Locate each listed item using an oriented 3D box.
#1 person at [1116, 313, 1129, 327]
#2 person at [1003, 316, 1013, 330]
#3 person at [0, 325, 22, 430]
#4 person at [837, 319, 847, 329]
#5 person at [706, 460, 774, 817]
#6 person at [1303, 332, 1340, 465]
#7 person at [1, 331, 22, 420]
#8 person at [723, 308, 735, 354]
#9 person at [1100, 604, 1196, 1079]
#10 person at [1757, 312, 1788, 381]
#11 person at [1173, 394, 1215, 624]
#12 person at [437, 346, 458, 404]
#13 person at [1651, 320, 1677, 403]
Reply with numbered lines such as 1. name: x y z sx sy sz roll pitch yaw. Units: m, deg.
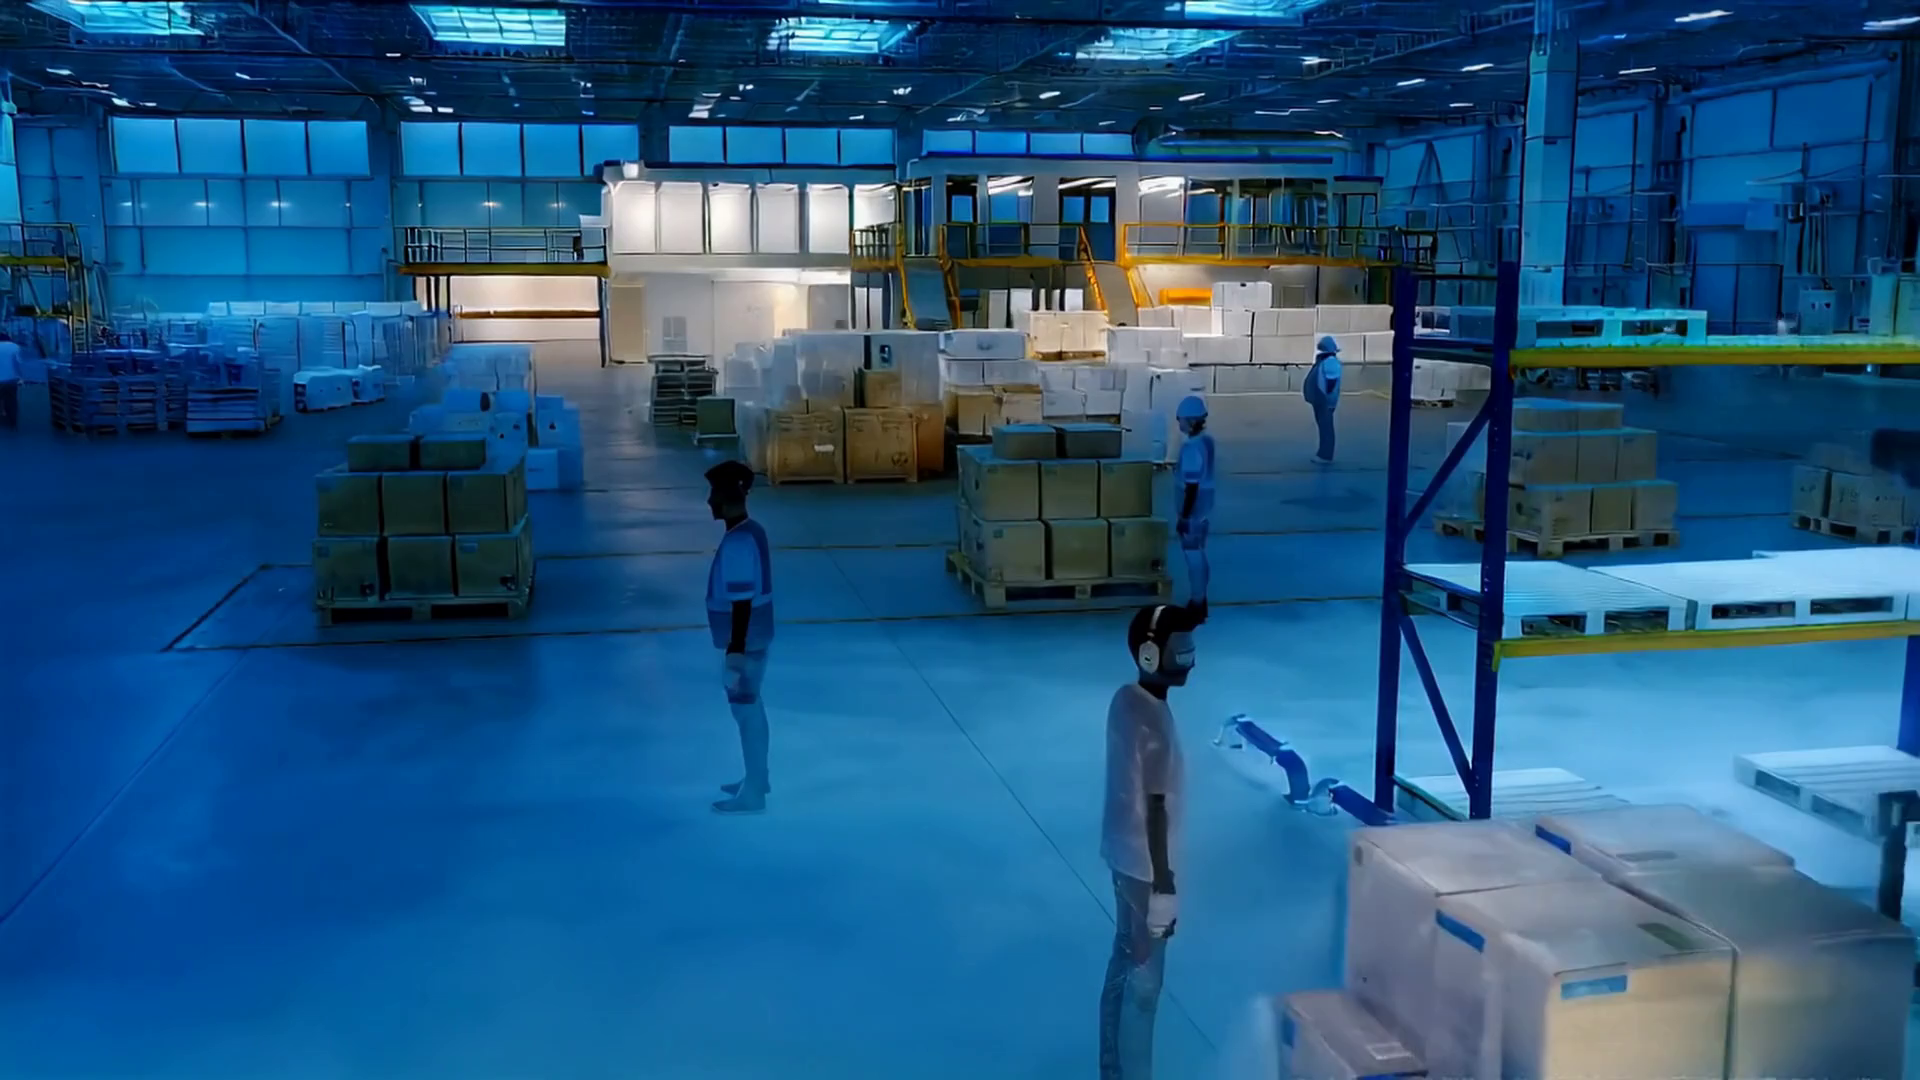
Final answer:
1. person: 4.196 -4.899 42.633 0.345 1.846 0.508 -9 13 -44
2. person: 1.149 -4.014 36.988 0.451 1.922 0.583 2 9 10
3. person: -17.725 -3.009 30.812 1.036 1.935 0.656 9 13 42
4. person: -2.721 -4.018 37.206 0.764 1.866 0.576 4 10 21
5. person: -1.208 0.536 9.142 0.362 1.960 0.612 0 9 0
6. person: 5.493 -2.156 25.320 0.536 2.000 0.688 1 9 4
7. person: -18.847 -3.266 32.802 0.599 1.810 0.779 -4 10 -22
8. person: -7.567 -6.877 54.518 0.793 1.883 0.650 -6 11 -33
9. person: 0.656 1.139 5.773 0.334 1.865 0.517 -1 9 -8
10. person: 21.633 -5.127 44.075 0.565 1.815 0.933 -5 10 -26
11. person: 1.958 -0.258 14.052 0.354 1.942 0.545 4 10 21
12. person: -8.411 -2.368 27.648 0.899 1.700 0.488 1 9 7
13. person: 15.676 -4.006 36.944 0.722 1.928 0.613 -8 12 -40
